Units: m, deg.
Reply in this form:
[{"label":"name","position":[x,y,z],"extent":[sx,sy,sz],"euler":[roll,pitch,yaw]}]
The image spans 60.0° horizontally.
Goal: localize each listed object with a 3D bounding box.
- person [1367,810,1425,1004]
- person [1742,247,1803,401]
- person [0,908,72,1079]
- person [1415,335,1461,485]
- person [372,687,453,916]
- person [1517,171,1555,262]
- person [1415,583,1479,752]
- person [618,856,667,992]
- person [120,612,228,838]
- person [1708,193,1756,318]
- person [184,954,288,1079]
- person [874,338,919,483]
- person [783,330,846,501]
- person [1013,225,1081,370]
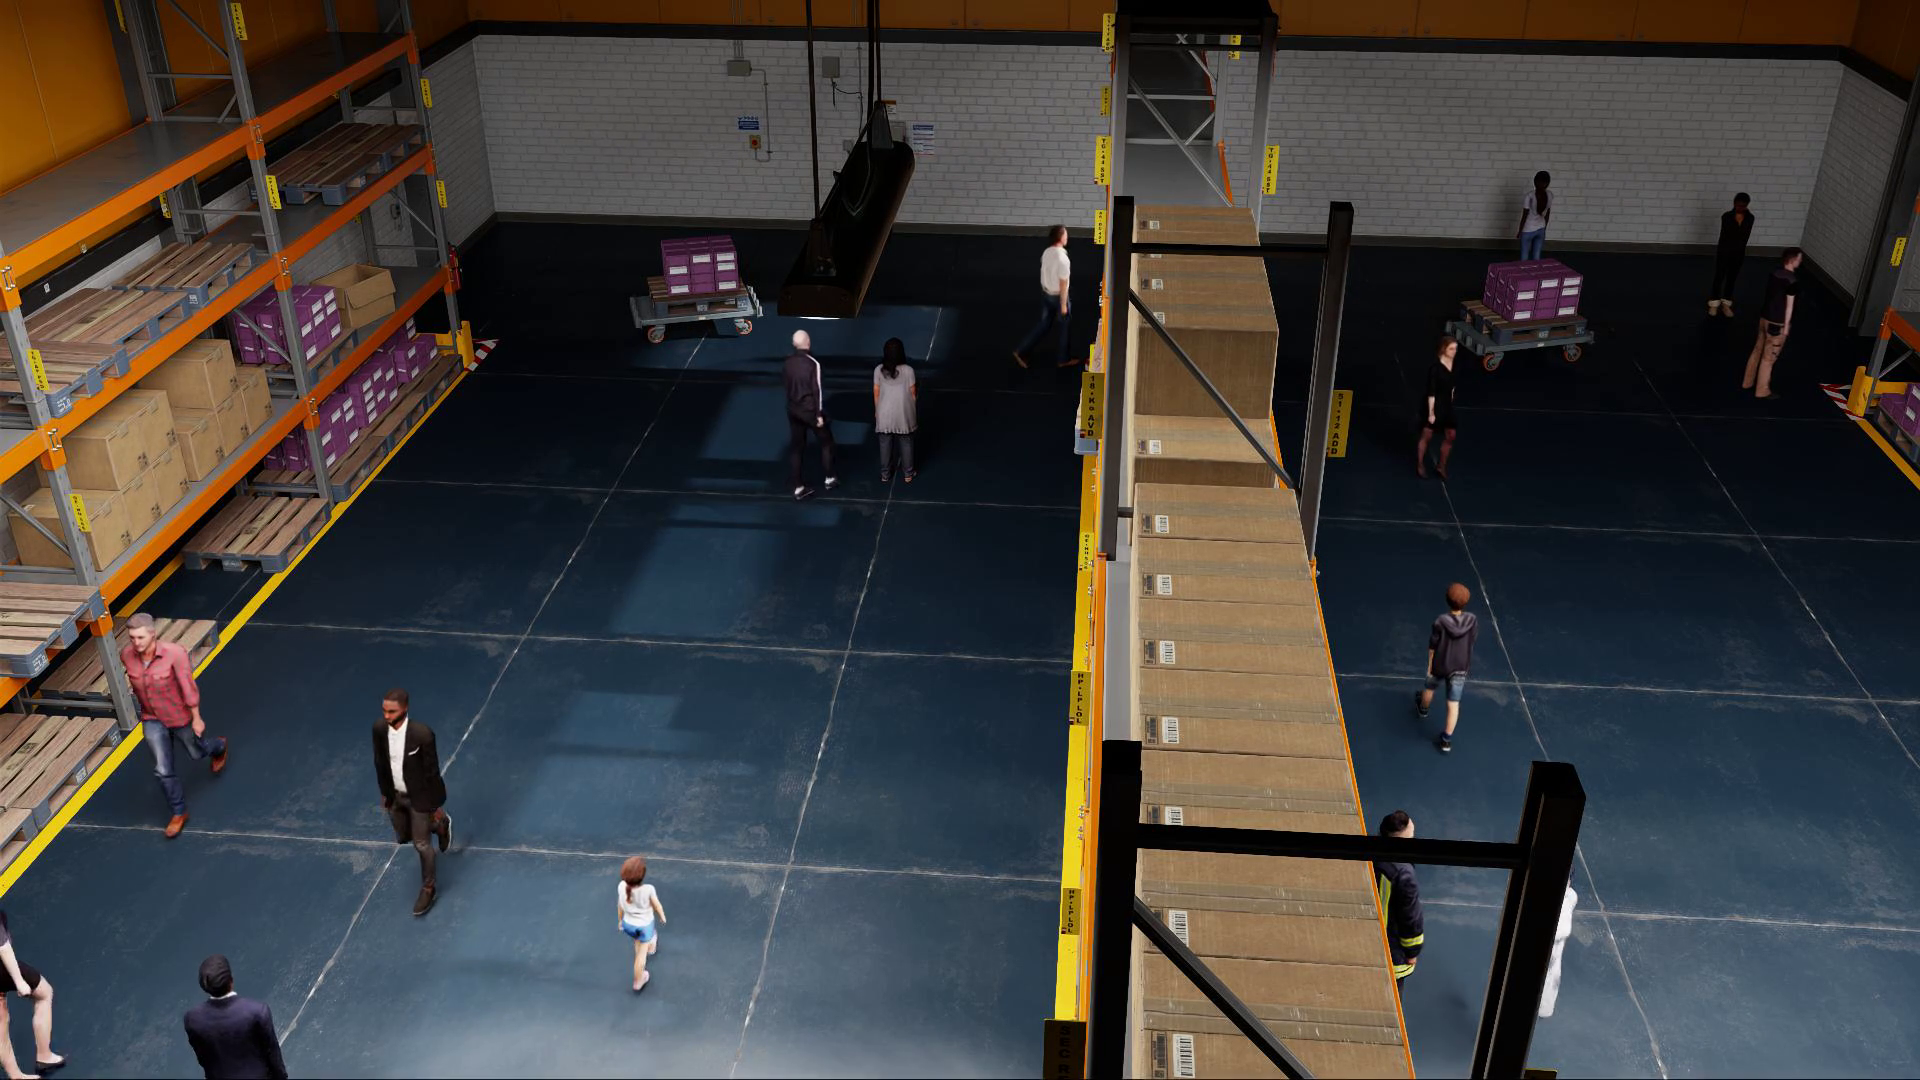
[{"label":"person","position":[2.673,2.436,10.524],"extent":[0.941,1.861,0.840],"euler":[-14,32,-24]},{"label":"person","position":[9.692,-2.606,19.788],"extent":[0.771,1.841,0.570],"euler":[-2,29,-3]},{"label":"person","position":[-5.907,2.698,10.088],"extent":[0.650,1.818,0.664],"euler":[6,29,11]},{"label":"person","position":[5.042,-1.429,17.792],"extent":[0.767,1.685,0.826],"euler":[-16,32,-27]},{"label":"person","position":[-3.842,1.772,11.824],"extent":[0.779,1.783,1.019],"euler":[8,30,15]},{"label":"person","position":[7.905,-4.245,22.921],"extent":[0.646,1.719,0.627],"euler":[-6,29,-11]},{"label":"person","position":[3.985,1.059,13.518],"extent":[0.576,1.410,0.932],"euler":[1,29,3]},{"label":"person","position":[-2.173,2.584,11.159],"extent":[0.491,0.994,0.723],"euler":[6,29,11]},{"label":"person","position":[-5.987,1.292,12.692],"extent":[0.751,1.793,1.188],"euler":[0,29,0]},{"label":"person","position":[10.311,-3.845,22.244],"extent":[0.613,1.664,0.563],"euler":[2,29,4]},{"label":"person","position":[-4.074,3.128,9.415],"extent":[0.734,1.708,0.763],"euler":[-7,29,-12]},{"label":"person","position":[-0.692,-1.393,17.805],"extent":[0.608,1.611,0.626],"euler":[2,29,4]},{"label":"person","position":[-1.675,-1.257,17.361],"extent":[0.930,1.797,1.027],"euler":[18,33,30]},{"label":"person","position":[1.077,-2.938,20.409],"extent":[1.120,1.830,1.179],"euler":[-14,32,-24]}]
